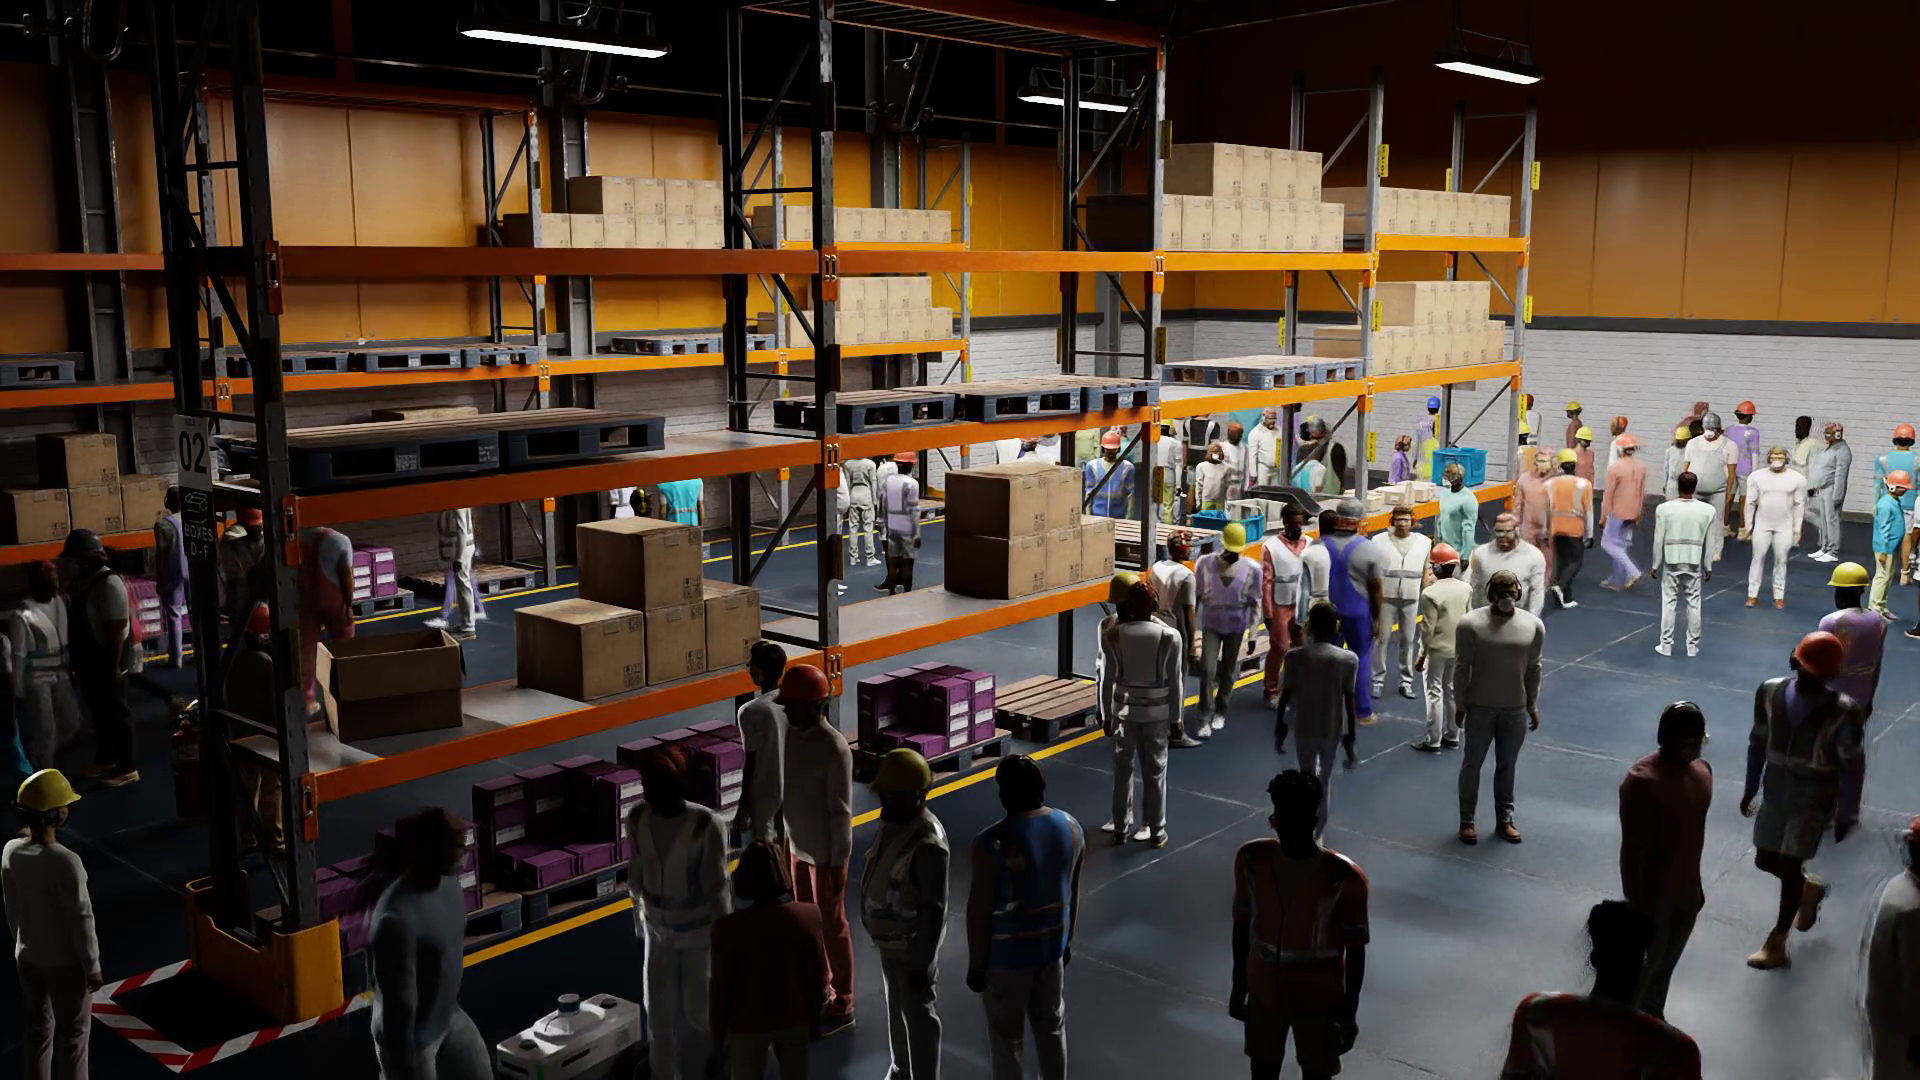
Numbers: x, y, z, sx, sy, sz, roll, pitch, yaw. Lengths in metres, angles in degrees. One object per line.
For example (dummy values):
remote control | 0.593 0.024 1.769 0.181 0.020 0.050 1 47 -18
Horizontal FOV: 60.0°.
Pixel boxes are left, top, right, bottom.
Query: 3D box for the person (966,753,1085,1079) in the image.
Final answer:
person | 0.282 1.885 7.672 0.618 1.836 0.431 -8 12 -38

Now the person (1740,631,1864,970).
person | 4.889 1.469 9.637 0.698 2.001 0.626 -7 12 -34

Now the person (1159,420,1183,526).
person | 3.121 -0.987 25.063 0.486 1.744 0.294 -5 11 -29

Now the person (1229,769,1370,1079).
person | 1.420 1.916 7.069 0.608 1.965 0.369 7 12 34

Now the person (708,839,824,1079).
person | -0.823 2.079 7.118 0.513 1.625 0.283 -4 10 -22

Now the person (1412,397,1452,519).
person | 7.433 -1.281 26.207 0.602 1.949 0.393 4 10 25

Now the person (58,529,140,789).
person | -6.729 0.900 12.912 0.684 2.000 0.535 8 13 41

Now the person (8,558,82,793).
person | -6.953 1.045 12.586 0.536 1.862 0.606 2 10 12

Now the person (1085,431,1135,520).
person | 1.821 -0.318 20.230 0.602 2.035 0.415 1 10 5

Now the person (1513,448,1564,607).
person | 6.880 -0.156 19.676 0.646 1.891 0.519 5 11 26

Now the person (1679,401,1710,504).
person | 11.601 -1.235 26.110 0.554 1.889 0.673 -5 11 -27

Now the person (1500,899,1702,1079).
person | 2.134 2.168 5.643 0.686 1.940 0.466 5 11 29

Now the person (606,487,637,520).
person | -4.215 -0.237 20.721 0.320 1.695 0.538 4 10 22

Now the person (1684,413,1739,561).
person | 10.181 -0.733 22.659 0.681 2.000 0.535 8 12 39

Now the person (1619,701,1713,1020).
person | 3.491 1.731 8.259 0.631 1.936 0.362 -7 12 -35

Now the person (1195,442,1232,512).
person | 3.434 -0.510 22.546 0.497 1.633 0.283 -1 10 -6

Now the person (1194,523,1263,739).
person | 2.230 0.774 14.182 0.663 1.861 0.929 2 10 10

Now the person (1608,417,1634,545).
person | 9.423 -0.829 23.765 0.589 1.873 0.371 -9 13 -44

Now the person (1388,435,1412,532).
person | 6.218 -0.678 23.561 0.317 1.631 0.520 4 10 21

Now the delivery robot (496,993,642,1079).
delivery robot | -1.870 2.421 7.978 0.477 0.478 0.707 6 11 33

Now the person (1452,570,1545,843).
person | 3.765 1.161 11.658 0.629 1.940 0.373 0 10 0

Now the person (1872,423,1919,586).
person | 11.812 -0.445 20.925 0.608 2.048 0.365 6 11 32

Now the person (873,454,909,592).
person | -0.858 -0.343 20.546 0.361 1.965 0.614 5 11 28

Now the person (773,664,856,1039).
person | -0.781 1.621 8.787 0.409 1.986 0.620 -6 11 -32

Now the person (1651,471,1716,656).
person | 7.455 0.249 17.165 0.590 1.918 0.386 2 10 14

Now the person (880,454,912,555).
person | -0.889 -0.597 23.044 0.521 1.640 0.306 -7 12 -34

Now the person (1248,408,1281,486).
person | 4.611 -1.038 24.932 0.656 1.894 0.401 -6 11 -31

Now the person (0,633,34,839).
person | -6.921 1.236 11.637 0.681 1.812 0.484 0 10 3

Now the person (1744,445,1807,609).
person | 9.536 -0.153 19.505 0.635 1.937 0.352 4 10 24

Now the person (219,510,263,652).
person | -6.775 0.500 15.926 0.428 1.836 0.626 2 10 10

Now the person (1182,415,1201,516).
person | 3.736 -1.300 26.390 0.386 1.929 0.543 -4 10 -23

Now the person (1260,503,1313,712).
person | 2.972 0.602 15.104 0.609 1.902 0.399 -5 11 -29

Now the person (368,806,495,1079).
person | -2.114 2.008 6.695 0.654 1.910 0.680 1 10 9

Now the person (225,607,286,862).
person | -4.730 1.315 11.304 0.572 1.746 0.346 5 11 28

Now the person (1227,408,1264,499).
person | 4.836 -1.628 28.151 0.617 1.989 0.392 1 10 8

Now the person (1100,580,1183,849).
person | 1.256 1.209 11.557 0.575 1.880 0.359 2 10 14

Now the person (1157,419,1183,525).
person | 2.882 -0.832 23.624 0.586 1.919 0.397 5 11 26

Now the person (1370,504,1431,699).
person | 4.081 0.563 15.503 0.572 1.843 0.373 0 10 3
